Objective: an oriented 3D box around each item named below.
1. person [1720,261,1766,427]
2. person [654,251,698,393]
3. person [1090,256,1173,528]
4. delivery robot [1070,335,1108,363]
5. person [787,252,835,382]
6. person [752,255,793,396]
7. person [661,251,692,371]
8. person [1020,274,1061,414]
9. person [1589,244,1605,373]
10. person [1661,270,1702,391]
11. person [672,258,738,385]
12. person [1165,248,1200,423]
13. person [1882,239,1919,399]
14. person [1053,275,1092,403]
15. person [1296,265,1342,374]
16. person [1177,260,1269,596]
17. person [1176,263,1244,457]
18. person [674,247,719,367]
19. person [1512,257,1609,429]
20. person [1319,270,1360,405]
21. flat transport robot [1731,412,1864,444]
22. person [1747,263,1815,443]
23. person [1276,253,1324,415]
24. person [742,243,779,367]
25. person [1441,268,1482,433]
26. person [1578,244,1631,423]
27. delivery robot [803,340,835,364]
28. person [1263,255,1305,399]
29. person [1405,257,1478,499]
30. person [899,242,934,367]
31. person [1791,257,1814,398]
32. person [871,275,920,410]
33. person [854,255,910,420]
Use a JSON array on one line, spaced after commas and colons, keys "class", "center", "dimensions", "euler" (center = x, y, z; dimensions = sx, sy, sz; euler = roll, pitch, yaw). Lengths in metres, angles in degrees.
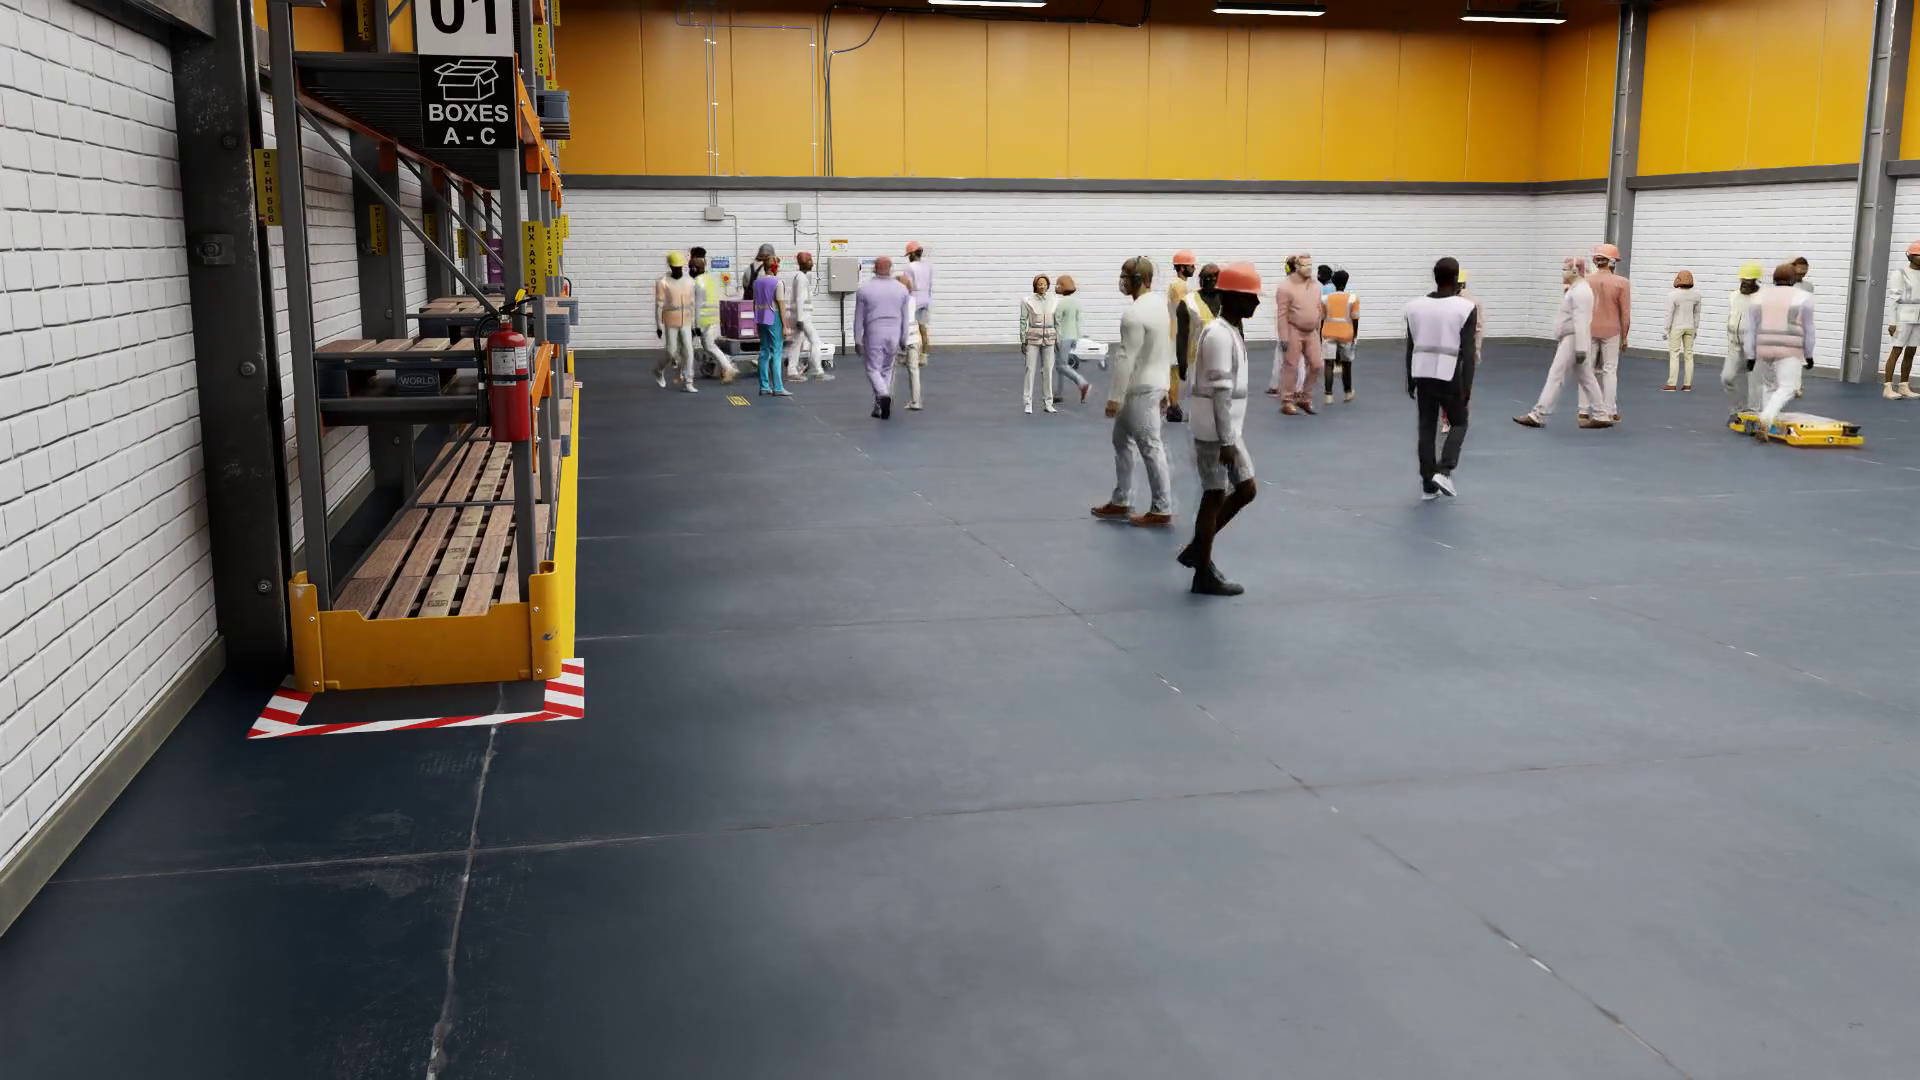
[{"class": "person", "center": [8.481, -2.086, 17.913], "dimensions": [0.440, 1.802, 0.599], "euler": [-6, 12, -31]}, {"class": "person", "center": [-3.854, -2.932, 22.376], "dimensions": [0.600, 1.898, 0.777], "euler": [-8, 13, -38]}, {"class": "person", "center": [1.182, -1.041, 11.796], "dimensions": [0.800, 1.912, 0.646], "euler": [4, 11, 22]}, {"class": "delivery robot", "center": [1.968, -2.976, 26.052], "dimensions": [0.707, 0.478, 0.477], "euler": [1, 10, 4]}, {"class": "person", "center": [-2.134, -3.188, 23.865], "dimensions": [0.803, 1.856, 0.614], "euler": [-2, 10, -10]}, {"class": "person", "center": [-2.482, -2.794, 21.750], "dimensions": [0.564, 1.838, 0.390], "euler": [9, 14, 41]}, {"class": "person", "center": [-4.398, -3.547, 25.855], "dimensions": [0.556, 1.857, 0.391], "euler": [2, 10, 11]}, {"class": "person", "center": [0.946, -2.313, 19.635], "dimensions": [0.514, 1.641, 0.308], "euler": [-3, 11, -16]}, {"class": "person", "center": [9.878, -3.548, 25.534], "dimensions": [0.498, 1.978, 0.627], "euler": [3, 11, 17]}, {"class": "person", "center": [9.742, -2.821, 22.463], "dimensions": [0.498, 1.633, 0.285], "euler": [-2, 10, -9]}, {"class": "person", "center": [-3.592, -3.061, 23.360], "dimensions": [0.893, 1.803, 0.619], "euler": [3, 11, 17]}, {"class": "person", "center": [2.488, -2.293, 18.693], "dimensions": [0.369, 1.939, 0.542], "euler": [1, 10, 4]}, {"class": "person", "center": [12.178, -2.813, 21.292], "dimensions": [0.615, 2.038, 0.395], "euler": [-3, 11, -17]}, {"class": "person", "center": [1.353, -2.478, 20.620], "dimensions": [0.629, 1.610, 0.509], "euler": [6, 12, 32]}, {"class": "person", "center": [5.424, -3.320, 25.168], "dimensions": [0.827, 1.654, 0.542], "euler": [2, 10, 10]}, {"class": "person", "center": [1.524, -0.623, 9.502], "dimensions": [0.421, 1.921, 0.565], "euler": [4, 11, 20]}, {"class": "person", "center": [2.331, -1.677, 15.599], "dimensions": [0.646, 1.825, 0.567], "euler": [-1, 10, -8]}, {"class": "person", "center": [-4.131, -3.708, 26.569], "dimensions": [0.998, 1.912, 0.618], "euler": [-1, 10, -5]}, {"class": "person", "center": [6.584, -2.121, 17.981], "dimensions": [1.012, 1.848, 0.668], "euler": [4, 11, 22]}, {"class": "person", "center": [4.717, -2.522, 20.714], "dimensions": [0.543, 1.653, 0.777], "euler": [4, 11, 21]}, {"class": "flat transport robot", "center": [8.527, -1.150, 16.984], "dimensions": [0.652, 0.197, 1.431], "euler": [0, 10, 0]}, {"class": "person", "center": [8.210, -1.873, 16.716], "dimensions": [0.789, 1.814, 0.624], "euler": [-8, 13, -37]}, {"class": "person", "center": [3.973, -2.385, 19.347], "dimensions": [0.665, 1.886, 0.538], "euler": [-5, 11, -26]}, {"class": "person", "center": [-3.270, -3.814, 26.837], "dimensions": [0.708, 2.000, 0.861], "euler": [7, 12, 34]}, {"class": "person", "center": [5.200, -1.991, 17.511], "dimensions": [0.554, 1.750, 0.372], "euler": [4, 11, 20]}, {"class": "person", "center": [7.169, -2.298, 18.585], "dimensions": [0.609, 1.988, 0.392], "euler": [7, 13, 35]}, {"class": "delivery robot", "center": [-2.313, -2.944, 25.878], "dimensions": [0.707, 0.478, 0.477], "euler": [-5, 11, -27]}, {"class": "person", "center": [4.266, -2.754, 21.539], "dimensions": [0.522, 1.838, 0.852], "euler": [-3, 11, -17]}, {"class": "person", "center": [3.764, -1.260, 13.060], "dimensions": [0.599, 1.905, 0.448], "euler": [8, 13, 37]}, {"class": "person", "center": [-0.722, -3.812, 26.947], "dimensions": [0.635, 1.995, 0.714], "euler": [-9, 13, -40]}, {"class": "person", "center": [10.868, -2.795, 21.809], "dimensions": [0.533, 1.836, 0.861], "euler": [0, 10, -1]}, {"class": "person", "center": [-0.757, -2.378, 20.071], "dimensions": [0.778, 1.601, 0.536], "euler": [9, 13, 40]}, {"class": "person", "center": [-0.868, -2.273, 18.799], "dimensions": [0.649, 1.870, 0.804], "euler": [-4, 11, -21]}]
